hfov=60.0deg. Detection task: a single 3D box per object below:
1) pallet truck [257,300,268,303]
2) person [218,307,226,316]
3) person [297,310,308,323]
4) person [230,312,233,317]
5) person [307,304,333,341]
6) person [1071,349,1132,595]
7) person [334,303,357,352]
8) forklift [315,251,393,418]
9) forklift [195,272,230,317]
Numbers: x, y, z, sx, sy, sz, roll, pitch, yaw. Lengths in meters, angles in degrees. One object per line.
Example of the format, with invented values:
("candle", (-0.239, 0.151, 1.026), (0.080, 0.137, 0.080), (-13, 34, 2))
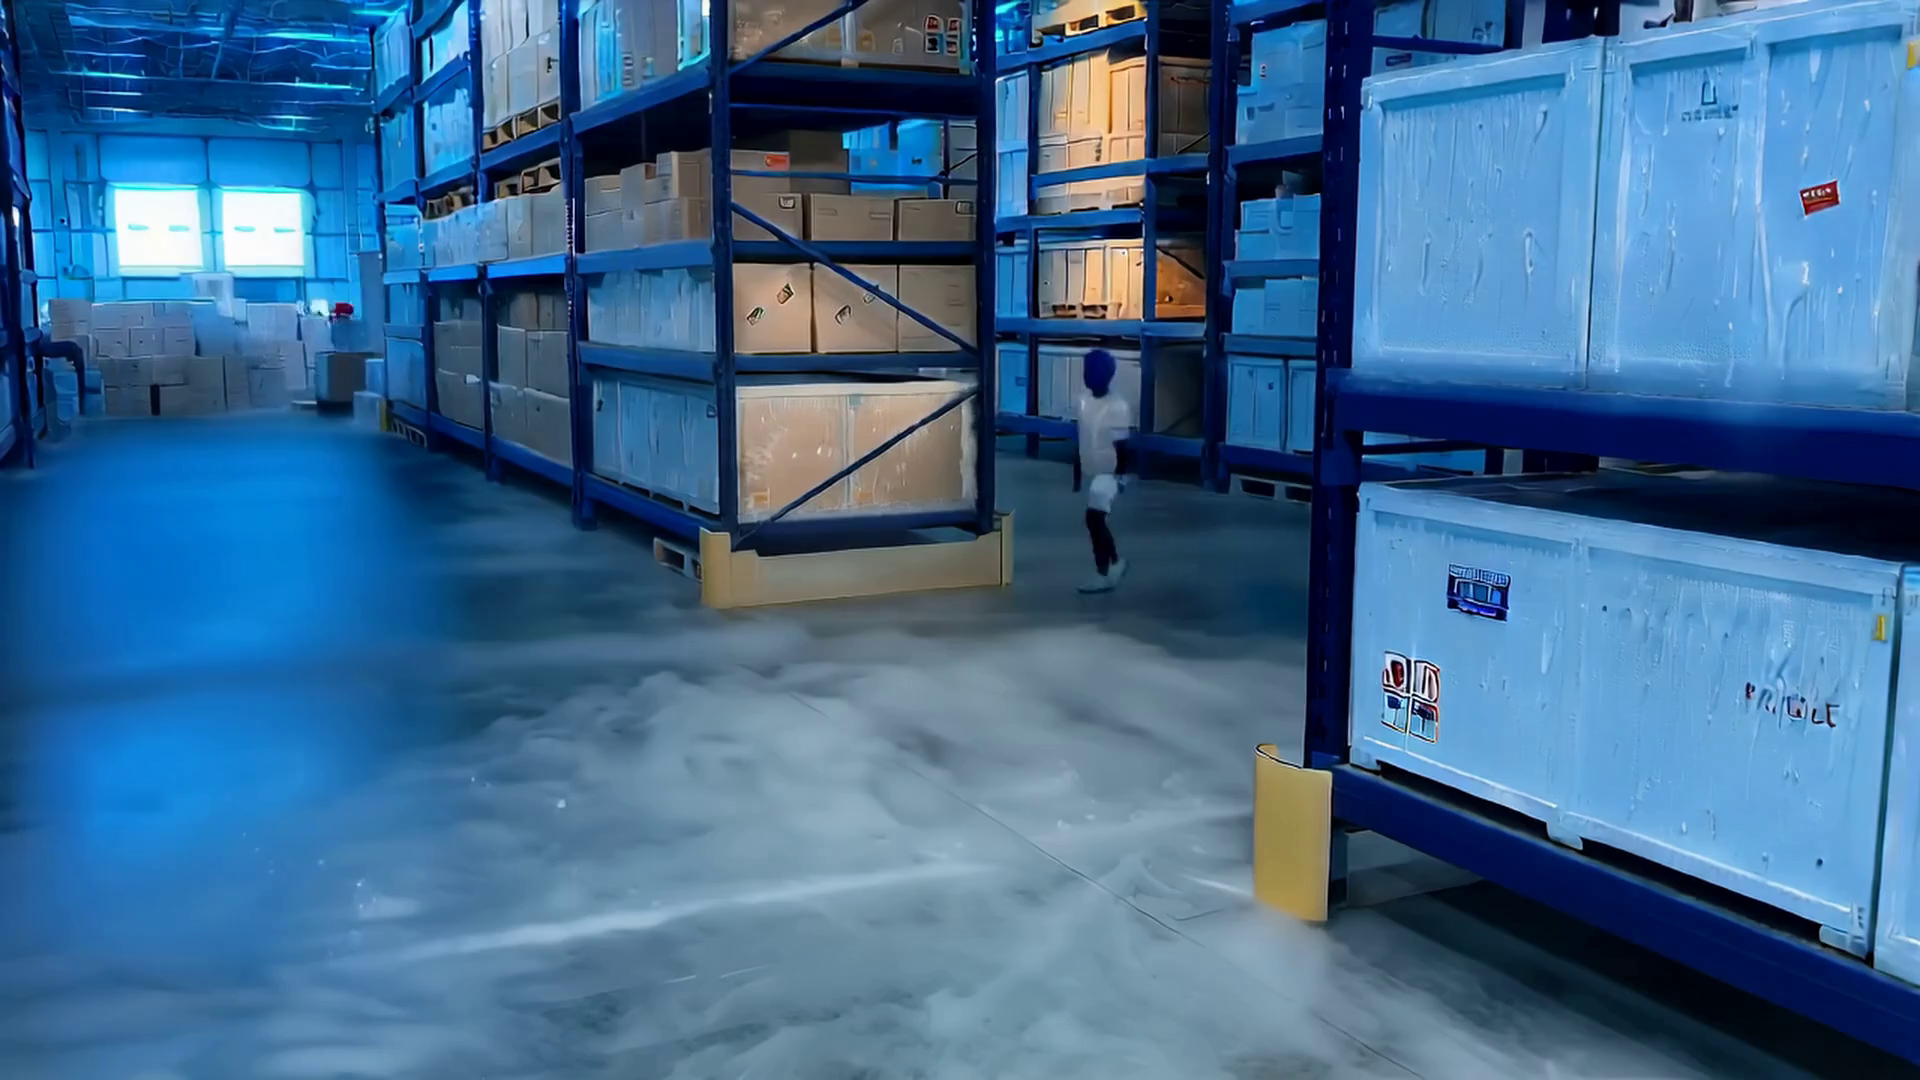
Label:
("pallet truck", (-23.913, -7.404, 58.171), (1.885, 1.965, 0.823), (-1, 8, -9))
("person", (-15.301, -3.893, 34.495), (0.627, 1.845, 0.429), (7, 11, 40))
("person", (-21.589, -6.723, 54.674), (0.536, 1.663, 0.852), (4, 9, 23))
("person", (-25.125, -7.189, 56.978), (0.620, 1.921, 0.407), (2, 8, 13))
("person", (-15.708, -4.830, 40.766), (0.647, 1.890, 0.793), (5, 10, 31))
("person", (0.934, -0.448, 11.274), (0.375, 1.680, 0.555), (-4, 9, -27))
("person", (-10.800, -3.181, 29.201), (0.948, 1.961, 0.626), (-6, 10, -36))
("forklift", (-10.012, -3.539, 28.492), (1.873, 2.768, 1.129), (-5, 10, -32))
("forklift", (-22.784, -6.786, 50.885), (1.873, 2.768, 1.129), (6, 10, 37))
